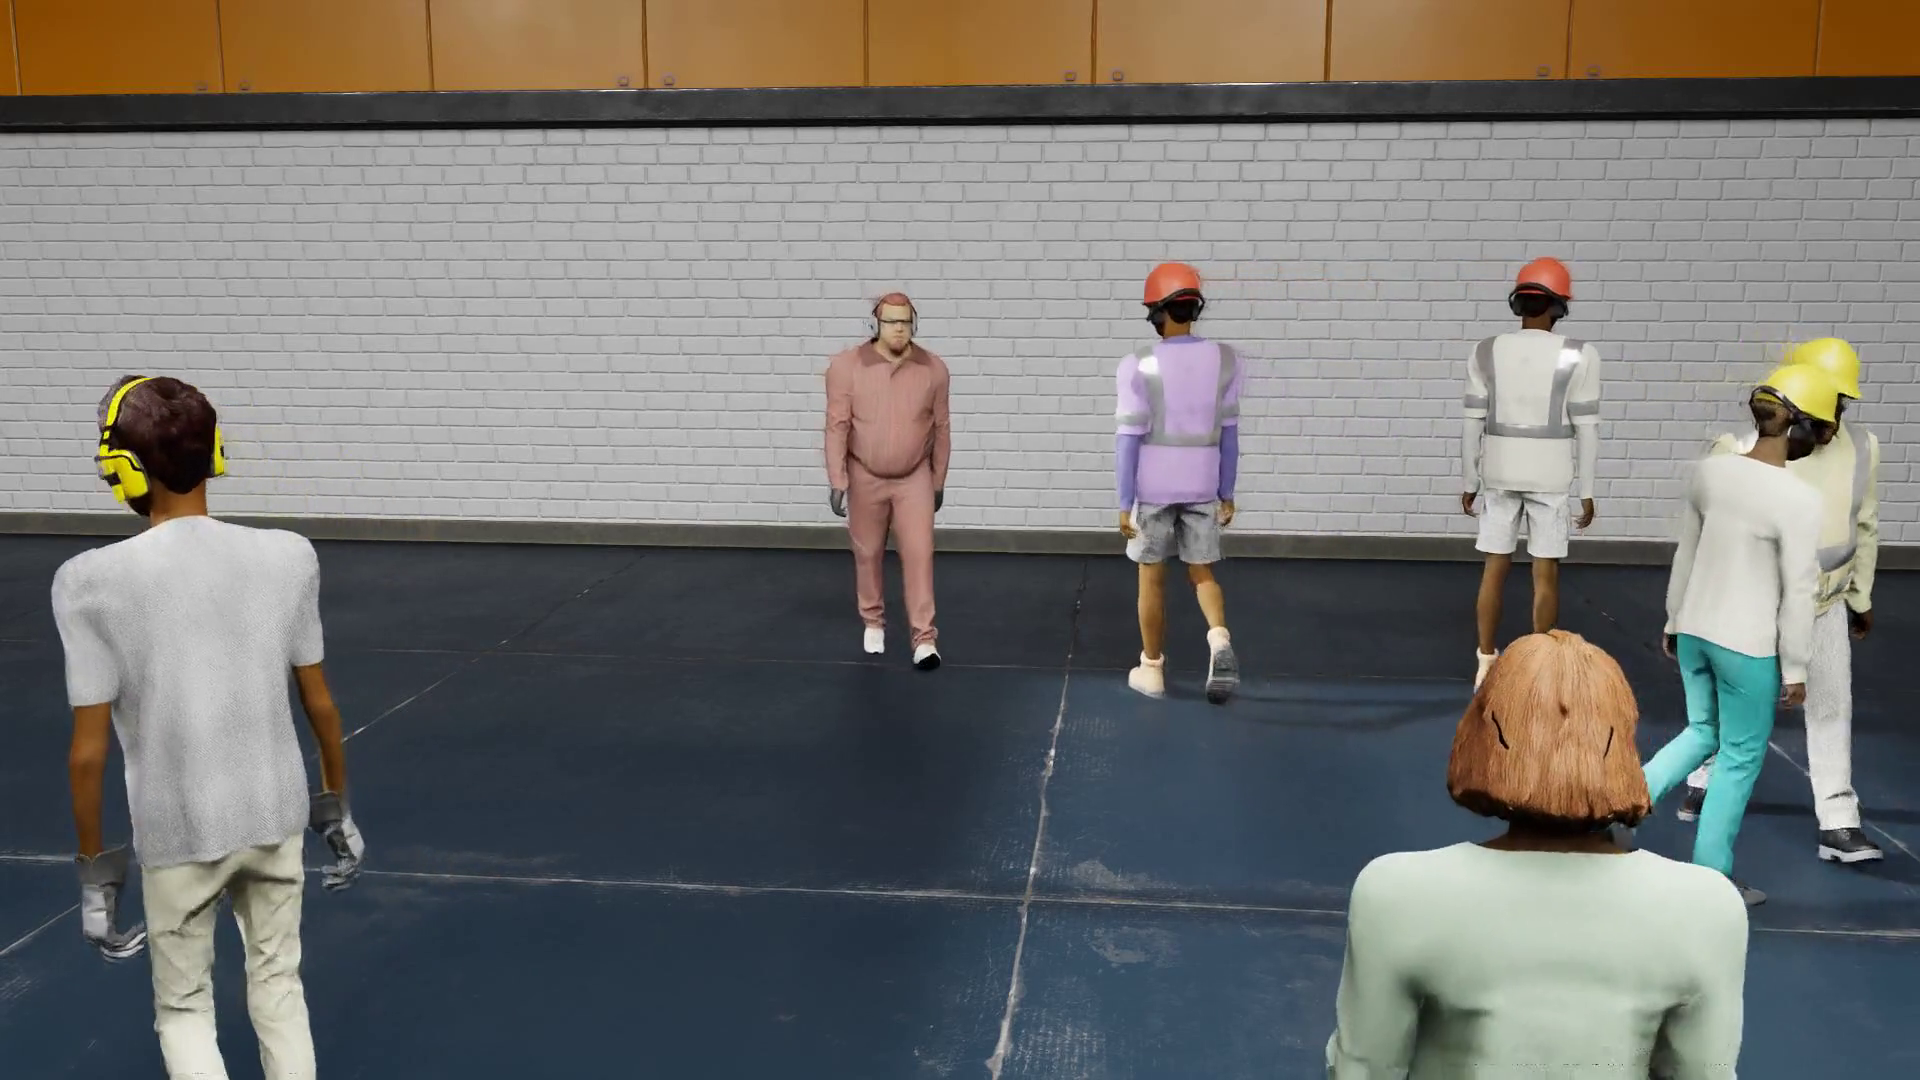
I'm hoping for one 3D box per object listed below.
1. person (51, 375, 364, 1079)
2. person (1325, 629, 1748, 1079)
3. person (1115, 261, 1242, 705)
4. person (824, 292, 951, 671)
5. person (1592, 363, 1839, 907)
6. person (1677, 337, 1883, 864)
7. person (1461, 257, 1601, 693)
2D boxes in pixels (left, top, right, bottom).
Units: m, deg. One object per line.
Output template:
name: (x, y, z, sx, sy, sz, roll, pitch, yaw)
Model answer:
person: (-1.417, 0.599, 3.269, 0.564, 1.846, 0.545, -7, 12, -36)
person: (0.731, 0.913, 2.151, 0.508, 1.601, 0.823, 1, 10, 6)
person: (0.995, -0.233, 7.486, 0.626, 2.025, 0.768, -3, 10, -15)
person: (-0.345, -0.283, 8.261, 0.650, 1.857, 0.987, -1, 10, -8)
person: (2.357, 0.323, 5.122, 0.559, 1.729, 0.568, -3, 10, -16)
person: (2.850, 0.200, 5.710, 0.668, 1.773, 0.897, 0, 10, 2)
person: (2.639, -0.279, 7.709, 0.614, 2.038, 0.395, 7, 12, 33)
